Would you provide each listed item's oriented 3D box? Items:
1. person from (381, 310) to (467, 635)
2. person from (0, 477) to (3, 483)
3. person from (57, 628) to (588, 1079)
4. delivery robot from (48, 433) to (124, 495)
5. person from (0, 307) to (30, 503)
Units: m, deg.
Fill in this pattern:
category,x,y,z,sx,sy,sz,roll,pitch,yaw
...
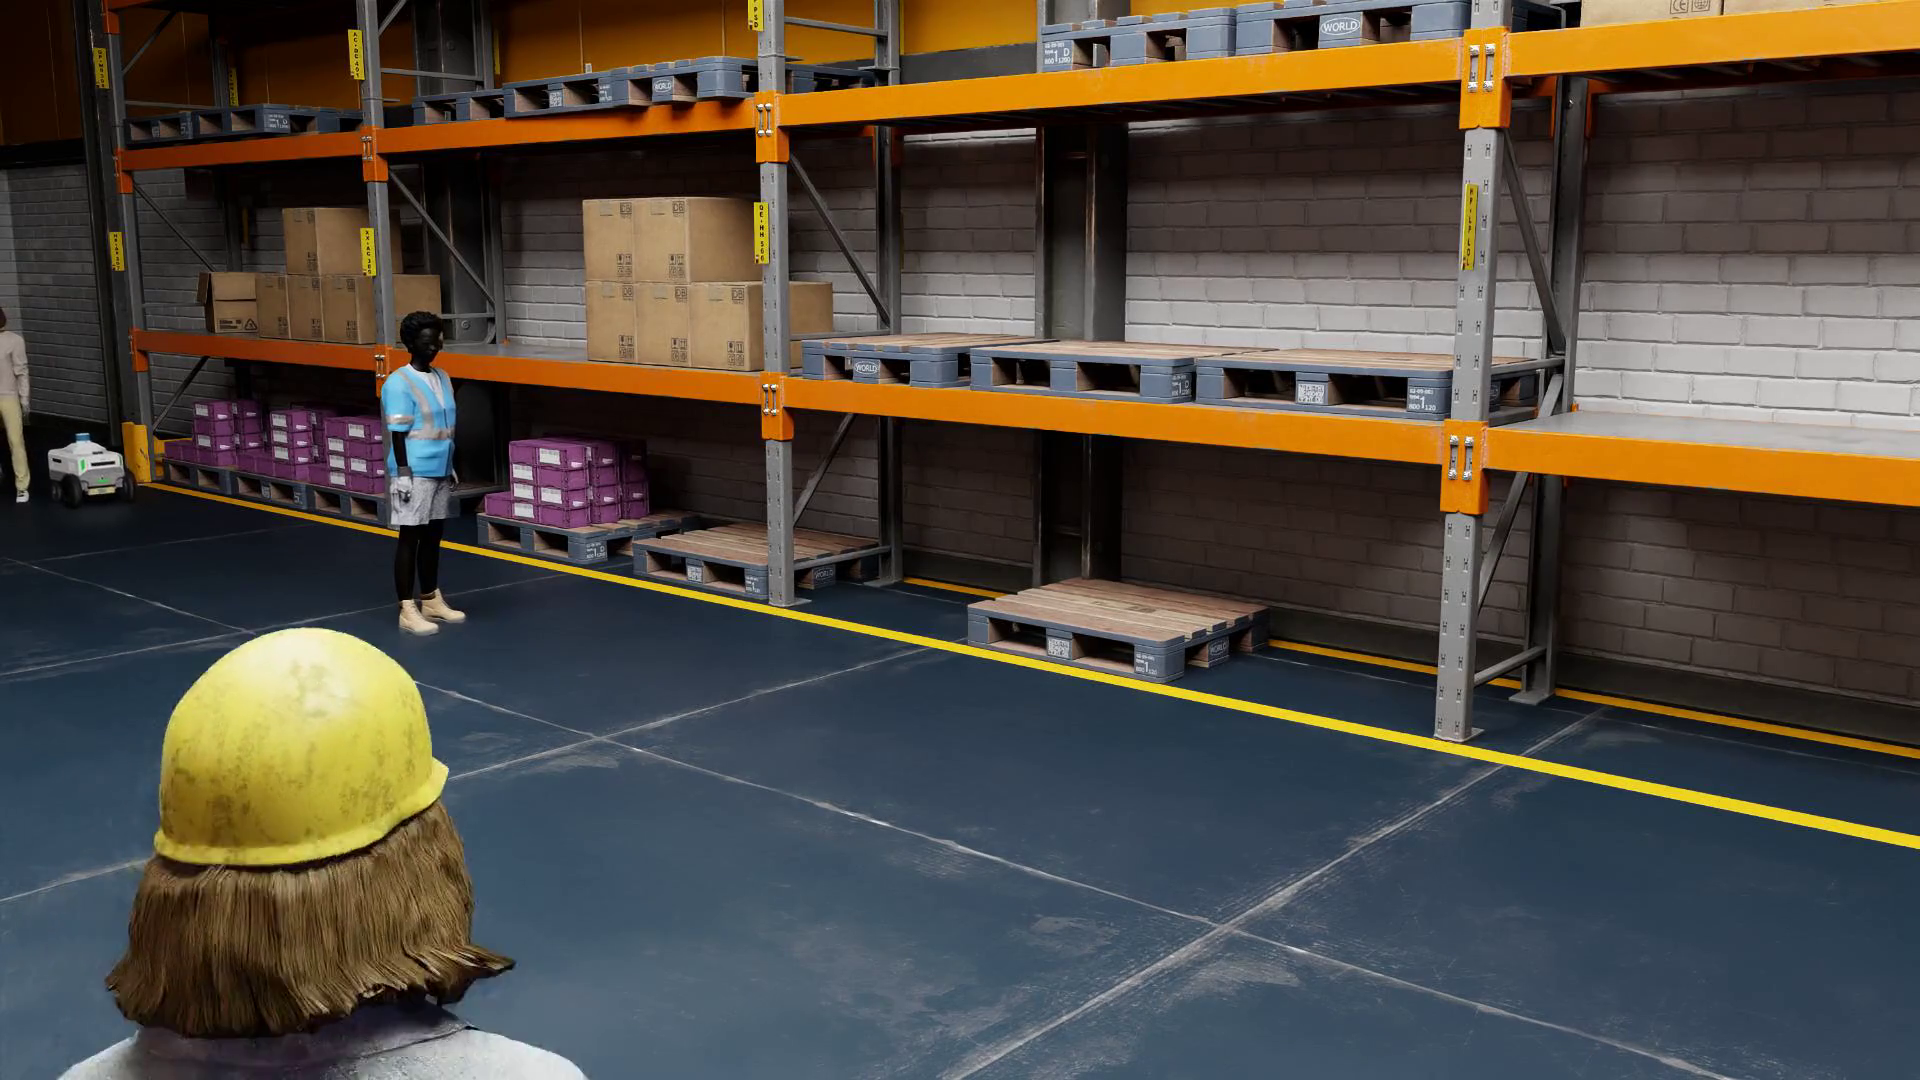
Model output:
category,x,y,z,sx,sy,sz,roll,pitch,yaw
person,-2.833,-0.360,8.800,0.320,1.698,0.537,2,10,13
person,-8.604,-1.316,14.029,0.848,1.793,0.655,-1,10,-5
person,-0.504,0.931,1.348,0.496,1.729,0.553,1,10,8
delivery robot,-6.935,-0.605,13.187,0.707,0.478,0.477,9,13,41
person,-7.650,-1.101,13.206,0.504,1.633,0.269,-2,10,-10
